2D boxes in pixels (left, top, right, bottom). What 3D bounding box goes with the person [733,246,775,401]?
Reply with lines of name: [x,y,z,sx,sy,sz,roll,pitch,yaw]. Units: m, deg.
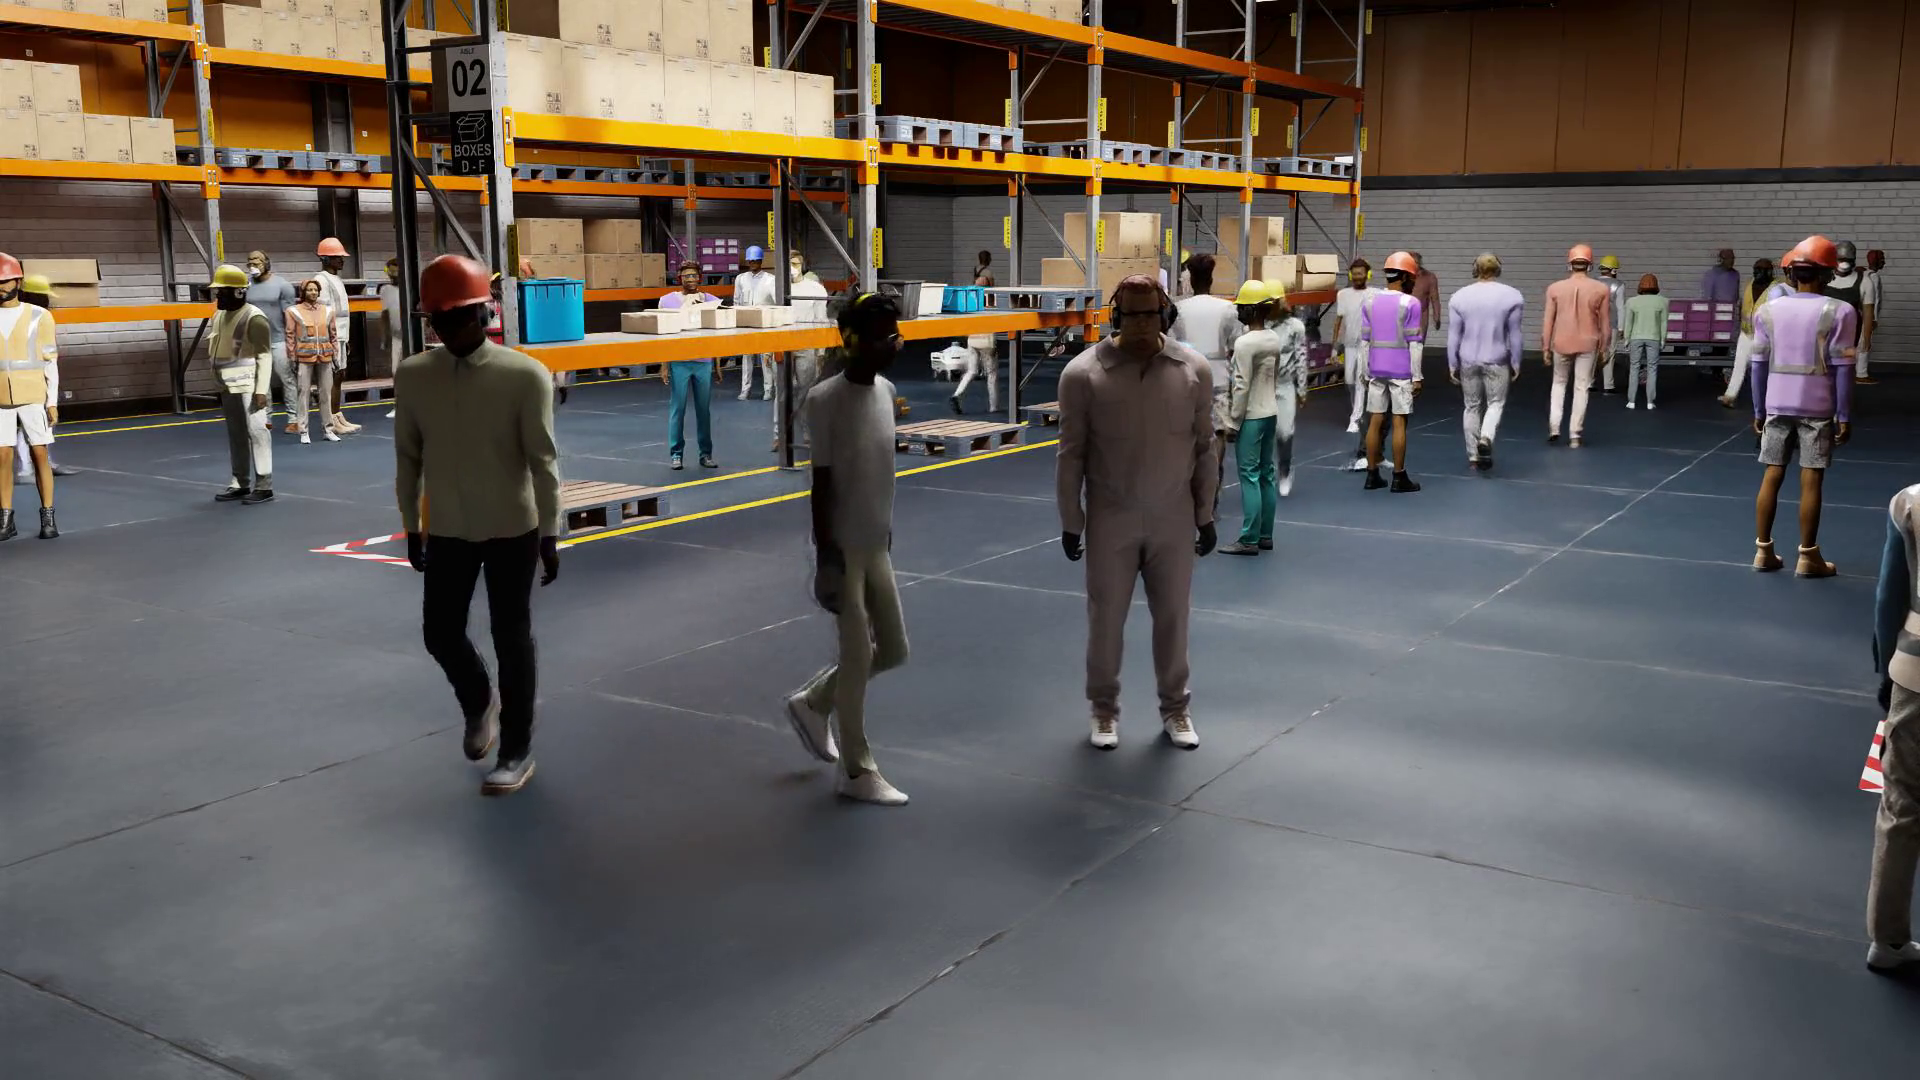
person: [-2.572,-2.728,21.005,0.601,1.948,0.386,1,10,8]

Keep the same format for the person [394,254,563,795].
person: [-1.763,-0.052,6.104,0.642,1.972,0.510,0,10,2]

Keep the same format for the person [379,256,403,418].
person: [-6.303,-2.285,18.847,0.592,1.836,0.485,2,11,13]

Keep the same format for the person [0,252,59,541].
person: [-6.381,-0.960,11.236,0.544,1.939,0.355,-4,11,-19]

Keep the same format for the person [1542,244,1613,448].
person: [6.049,-1.891,16.302,0.639,1.977,0.479,5,12,28]

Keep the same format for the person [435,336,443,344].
person: [-6.122,-2.509,20.063,1.013,1.858,0.660,-7,13,-35]

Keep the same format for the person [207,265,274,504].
person: [-5.537,-1.189,12.794,0.592,1.834,0.404,7,12,33]

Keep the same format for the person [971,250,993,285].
person: [0.414,-4.254,29.744,0.332,1.844,0.518,-9,14,-41]

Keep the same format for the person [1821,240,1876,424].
person: [9.576,-2.261,18.161,0.714,2.000,0.735,5,11,25]

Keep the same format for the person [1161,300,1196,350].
person: [1.287,-0.745,10.869,0.527,1.643,0.866,-2,10,-11]

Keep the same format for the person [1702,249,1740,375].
person: [11.412,-3.385,24.802,0.677,1.879,0.728,-3,11,-18]

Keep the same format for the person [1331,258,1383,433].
person: [4.261,-2.090,17.781,0.523,1.843,0.815,4,11,23]

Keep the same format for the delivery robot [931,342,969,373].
delivery robot: [-0.069,-2.606,23.926,0.707,0.478,0.477,-8,13,-37]

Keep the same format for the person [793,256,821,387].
person: [-2.243,-3.039,23.093,0.769,1.811,0.653,-7,12,-33]

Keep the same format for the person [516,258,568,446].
person: [-3.358,-1.241,12.958,0.618,1.883,0.338,0,10,-2]

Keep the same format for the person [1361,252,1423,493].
person: [3.496,-1.347,13.408,0.372,1.928,0.543,-9,14,-41]

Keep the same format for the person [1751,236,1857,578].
person: [5.066,-0.793,10.009,0.366,2.047,0.608,-8,13,-37]

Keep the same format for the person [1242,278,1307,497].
person: [2.420,-1.157,12.893,0.515,1.726,0.391,4,11,20]

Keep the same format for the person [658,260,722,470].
person: [-2.387,-1.549,14.765,0.565,1.843,0.390,-4,11,-22]

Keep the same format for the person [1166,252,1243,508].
person: [1.805,-1.166,12.387,0.608,1.942,0.742,1,10,6]

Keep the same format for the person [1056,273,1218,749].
person: [0.708,-0.103,6.618,0.652,1.896,0.401,-1,10,-7]

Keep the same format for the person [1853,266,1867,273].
person: [13.254,-3.237,24.697,0.285,1.631,0.501,3,11,14]

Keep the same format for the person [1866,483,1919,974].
person: [2.682,0.414,4.444,0.313,1.642,0.513,-5,11,-25]

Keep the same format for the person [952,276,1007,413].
person: [0.226,-2.268,19.384,0.519,1.614,0.706,9,14,41]

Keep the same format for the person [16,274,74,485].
person: [-7.731,-1.352,13.936,0.350,1.757,0.541,-4,11,-22]

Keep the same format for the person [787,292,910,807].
person: [-0.420,0.032,6.002,0.539,1.847,0.510,7,13,36]

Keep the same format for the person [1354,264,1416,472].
person: [3.727,-1.534,14.602,0.443,1.873,0.734,4,11,22]

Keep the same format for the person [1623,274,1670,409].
person: [8.246,-2.385,20.014,0.495,1.623,0.302,5,11,25]

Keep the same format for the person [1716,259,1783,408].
person: [9.468,-2.430,19.780,0.992,1.787,0.650,-7,13,-35]

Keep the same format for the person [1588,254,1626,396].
person: [8.436,-2.807,21.760,0.403,1.832,0.594,-8,13,-37]

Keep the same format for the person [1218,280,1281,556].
person: [1.879,-0.782,10.730,0.310,1.769,0.525,7,12,35]

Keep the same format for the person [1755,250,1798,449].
person: [7.985,-1.828,16.048,0.551,1.935,0.375,-8,13,-39]

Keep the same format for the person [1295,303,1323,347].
person: [5.337,-3.383,25.049,0.877,1.791,0.608,3,11,16]

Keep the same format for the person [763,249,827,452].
person: [-1.579,-1.806,15.921,0.627,1.941,0.372,0,10,0]

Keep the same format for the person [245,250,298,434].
person: [-7.230,-2.054,17.355,0.646,1.927,0.388,0,10,2]

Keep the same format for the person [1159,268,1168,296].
person: [2.976,-3.631,26.060,0.585,1.929,0.371,4,11,21]

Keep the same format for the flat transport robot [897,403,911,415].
flat transport robot: [-1.119,-1.467,18.666,0.652,0.197,1.431,4,11,20]

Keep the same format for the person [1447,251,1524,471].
person: [4.538,-1.532,14.441,0.643,1.925,0.562,4,11,23]

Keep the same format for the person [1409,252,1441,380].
person: [6.507,-3.185,23.832,0.727,1.839,1.012,2,10,13]

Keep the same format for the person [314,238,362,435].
person: [-6.523,-2.125,17.395,0.370,2.044,0.608,-1,10,-7]

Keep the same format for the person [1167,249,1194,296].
person: [3.564,-3.707,26.584,0.620,1.892,0.703,8,13,36]

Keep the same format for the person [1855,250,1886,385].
person: [12.797,-3.136,23.445,0.349,1.882,0.577,2,10,10]

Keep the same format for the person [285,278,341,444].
person: [-6.469,-1.789,16.641,0.514,1.645,0.307,-9,14,-42]
